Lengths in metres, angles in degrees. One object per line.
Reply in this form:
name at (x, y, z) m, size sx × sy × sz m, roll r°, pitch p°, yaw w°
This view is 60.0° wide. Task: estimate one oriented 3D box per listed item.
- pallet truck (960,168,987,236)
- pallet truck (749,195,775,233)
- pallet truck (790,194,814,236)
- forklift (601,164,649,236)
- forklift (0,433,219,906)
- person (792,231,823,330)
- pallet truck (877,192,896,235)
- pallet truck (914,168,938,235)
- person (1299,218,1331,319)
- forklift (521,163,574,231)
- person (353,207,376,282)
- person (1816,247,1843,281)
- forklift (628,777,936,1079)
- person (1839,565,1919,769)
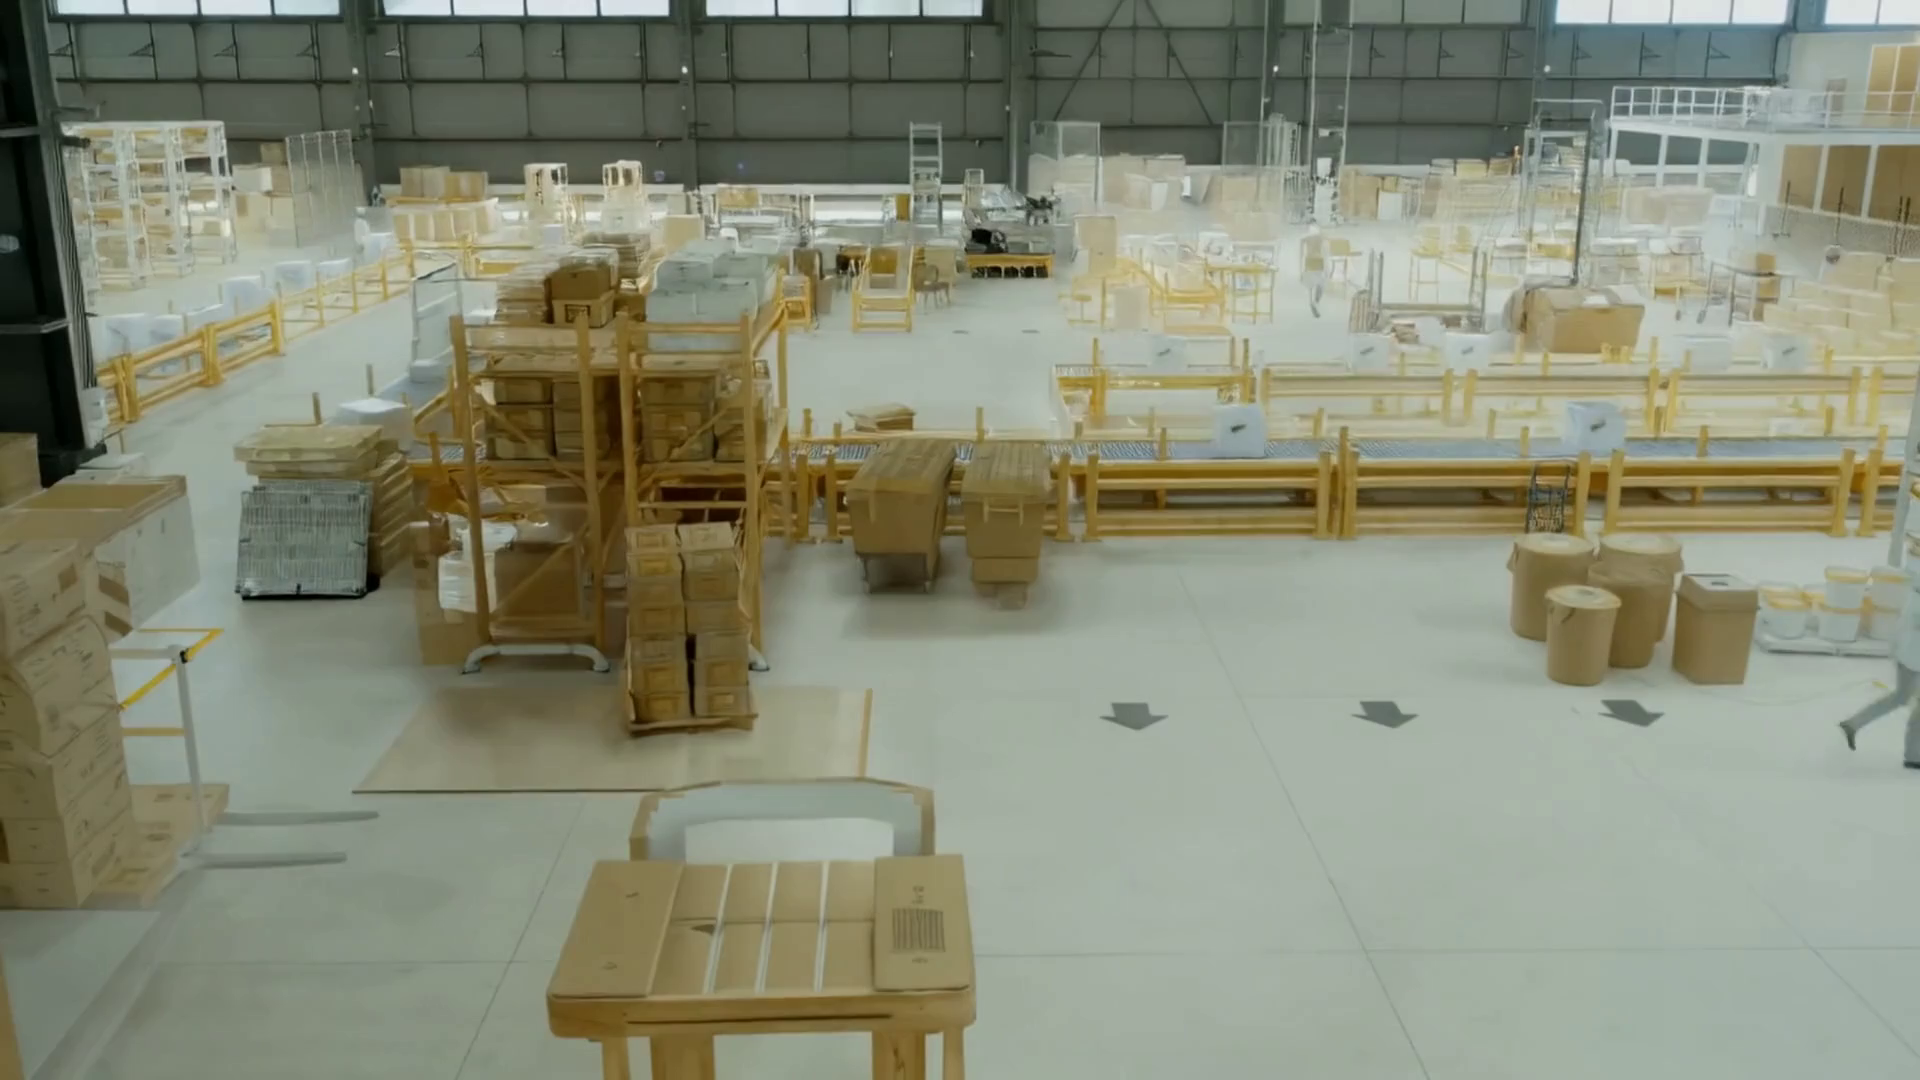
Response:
pallet truck at (0.383, -10.230, 50.206) m, size 0.823 × 1.965 × 1.885 m, roll -1°, pitch 16°, yaw -3°
pallet truck at (-6.051, -9.967, 50.660) m, size 0.680 × 1.201 × 1.601 m, roll 0°, pitch 16°, yaw -1°
pallet truck at (-4.814, -9.883, 50.259) m, size 0.704 × 1.261 × 1.522 m, roll -1°, pitch 16°, yaw -3°
forklift at (-9.948, -10.127, 49.296) m, size 1.157 × 1.987 × 2.680 m, roll -1°, pitch 16°, yaw -3°
forklift at (-5.952, 0.780, 10.366) m, size 1.873 × 2.768 × 1.129 m, roll 0°, pitch 16°, yaw -1°
person at (-2.972, -5.048, 32.379) m, size 0.646 × 1.900 × 0.399 m, roll 5°, pitch 17°, yaw 18°
pallet truck at (-2.277, -9.986, 50.594) m, size 0.653 × 1.274 × 1.630 m, roll 0°, pitch 16°, yaw -1°
pallet truck at (-0.989, -10.316, 50.507) m, size 0.823 × 1.965 × 1.885 m, roll 1°, pitch 16°, yaw 3°
person at (7.180, -5.481, 33.661) m, size 0.654 × 2.018 × 0.442 m, roll 5°, pitch 17°, yaw 16°
forklift at (-12.233, -10.122, 49.298) m, size 1.157 × 1.987 × 2.680 m, roll 0°, pitch 16°, yaw -1°
person at (-14.107, -7.006, 39.425) m, size 0.554 × 1.747 × 0.481 m, roll 9°, pitch 18°, yaw 29°
person at (15.777, -4.466, 30.497) m, size 0.682 × 1.817 × 0.602 m, roll 12°, pitch 20°, yaw 35°
forklift at (-0.542, 2.165, 5.552) m, size 1.129 × 2.768 × 1.873 m, roll -1°, pitch 16°, yaw -2°
person at (6.929, 0.903, 12.205) m, size 0.609 × 1.618 × 0.503 m, roll 3°, pitch 16°, yaw 9°
